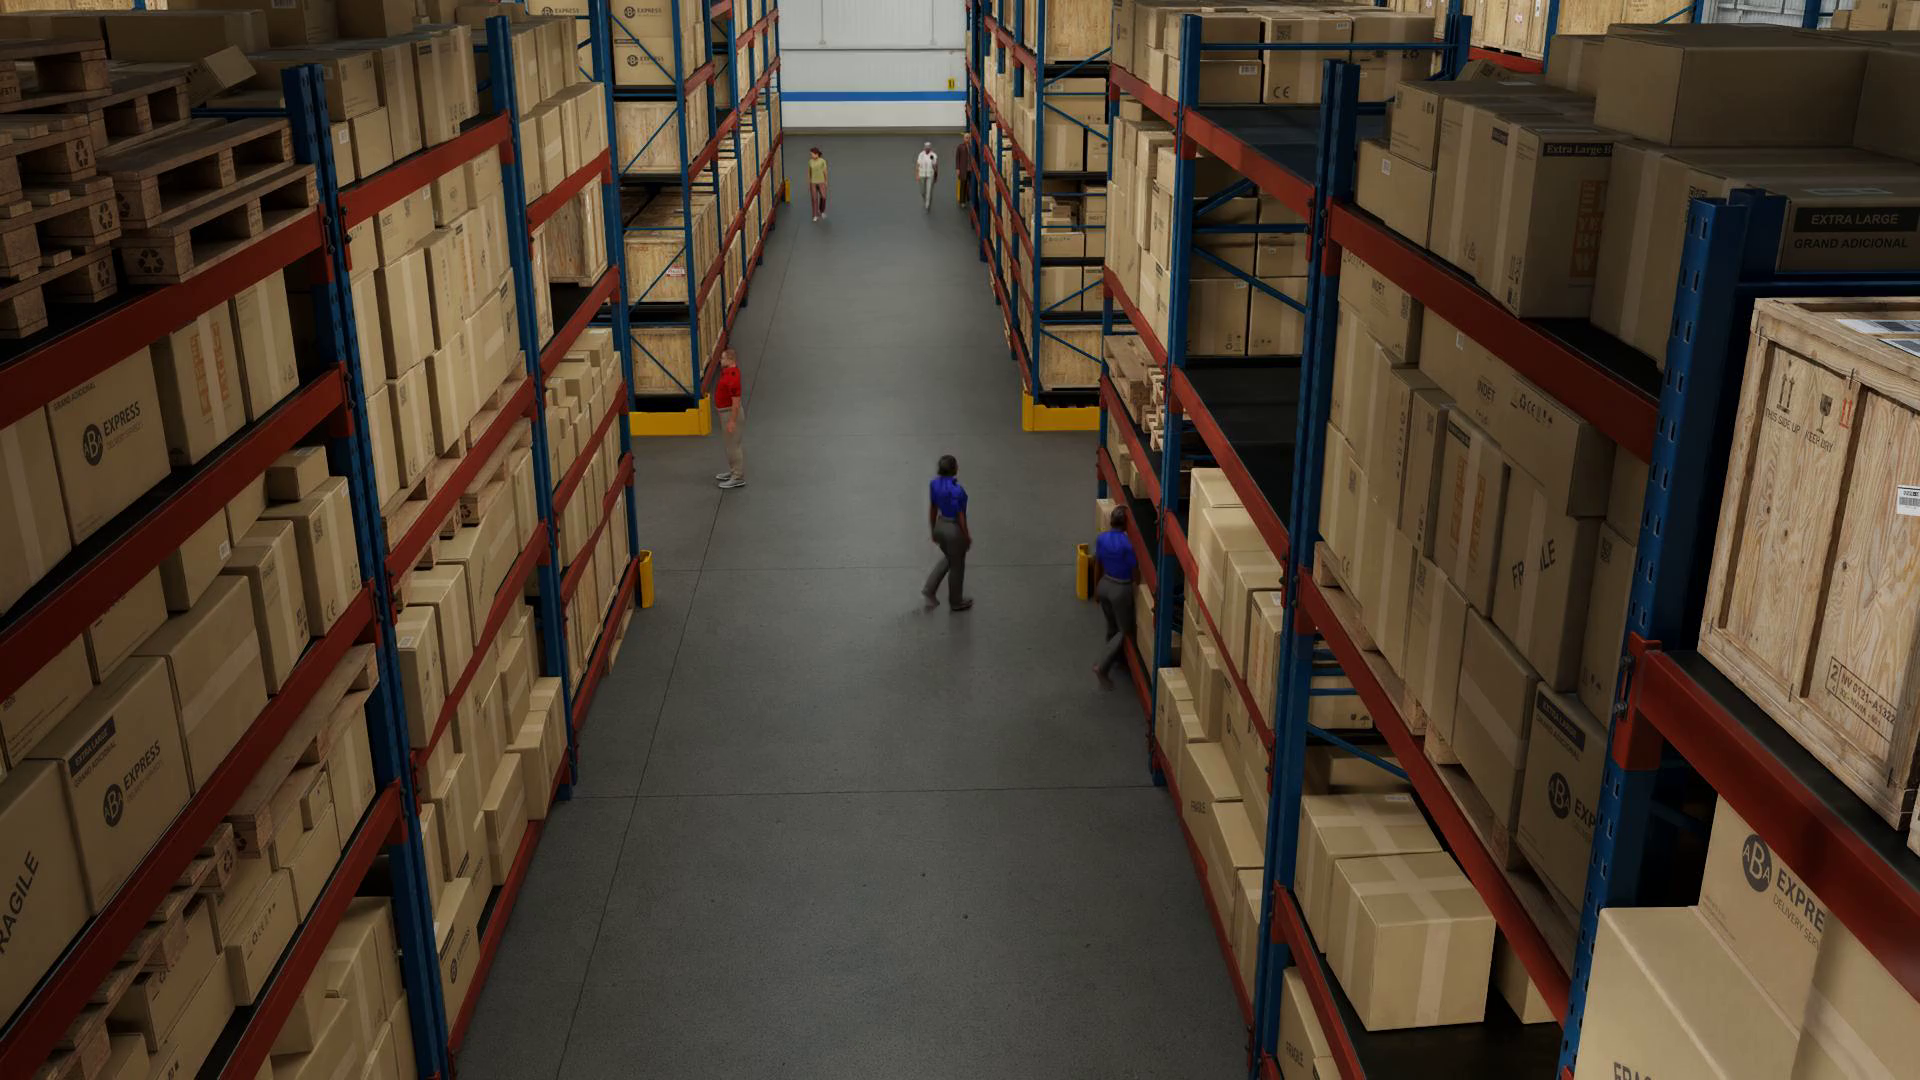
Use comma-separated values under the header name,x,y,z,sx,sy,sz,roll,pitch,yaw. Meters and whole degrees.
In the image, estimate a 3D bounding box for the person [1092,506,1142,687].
name,x,y,z,sx,sy,sz,roll,pitch,yaw
person,1.442,0.488,15.323,0.454,1.646,0.805,19,28,41

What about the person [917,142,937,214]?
name,x,y,z,sx,sy,sz,roll,pitch,yaw
person,-0.797,-8.801,40.262,0.490,1.649,0.949,4,21,10

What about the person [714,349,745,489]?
name,x,y,z,sx,sy,sz,roll,pitch,yaw
person,-2.862,-1.522,20.631,0.385,1.728,0.528,-4,21,-10

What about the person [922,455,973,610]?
name,x,y,z,sx,sy,sz,roll,pitch,yaw
person,-0.091,-0.070,16.828,0.498,1.662,0.458,-17,26,-37

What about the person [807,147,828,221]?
name,x,y,z,sx,sy,sz,roll,pitch,yaw
person,-3.346,-8.326,38.883,0.480,1.682,0.447,2,21,6

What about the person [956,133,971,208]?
name,x,y,z,sx,sy,sz,roll,pitch,yaw
person,0.213,-9.042,40.703,0.562,1.779,0.503,-7,22,-18
